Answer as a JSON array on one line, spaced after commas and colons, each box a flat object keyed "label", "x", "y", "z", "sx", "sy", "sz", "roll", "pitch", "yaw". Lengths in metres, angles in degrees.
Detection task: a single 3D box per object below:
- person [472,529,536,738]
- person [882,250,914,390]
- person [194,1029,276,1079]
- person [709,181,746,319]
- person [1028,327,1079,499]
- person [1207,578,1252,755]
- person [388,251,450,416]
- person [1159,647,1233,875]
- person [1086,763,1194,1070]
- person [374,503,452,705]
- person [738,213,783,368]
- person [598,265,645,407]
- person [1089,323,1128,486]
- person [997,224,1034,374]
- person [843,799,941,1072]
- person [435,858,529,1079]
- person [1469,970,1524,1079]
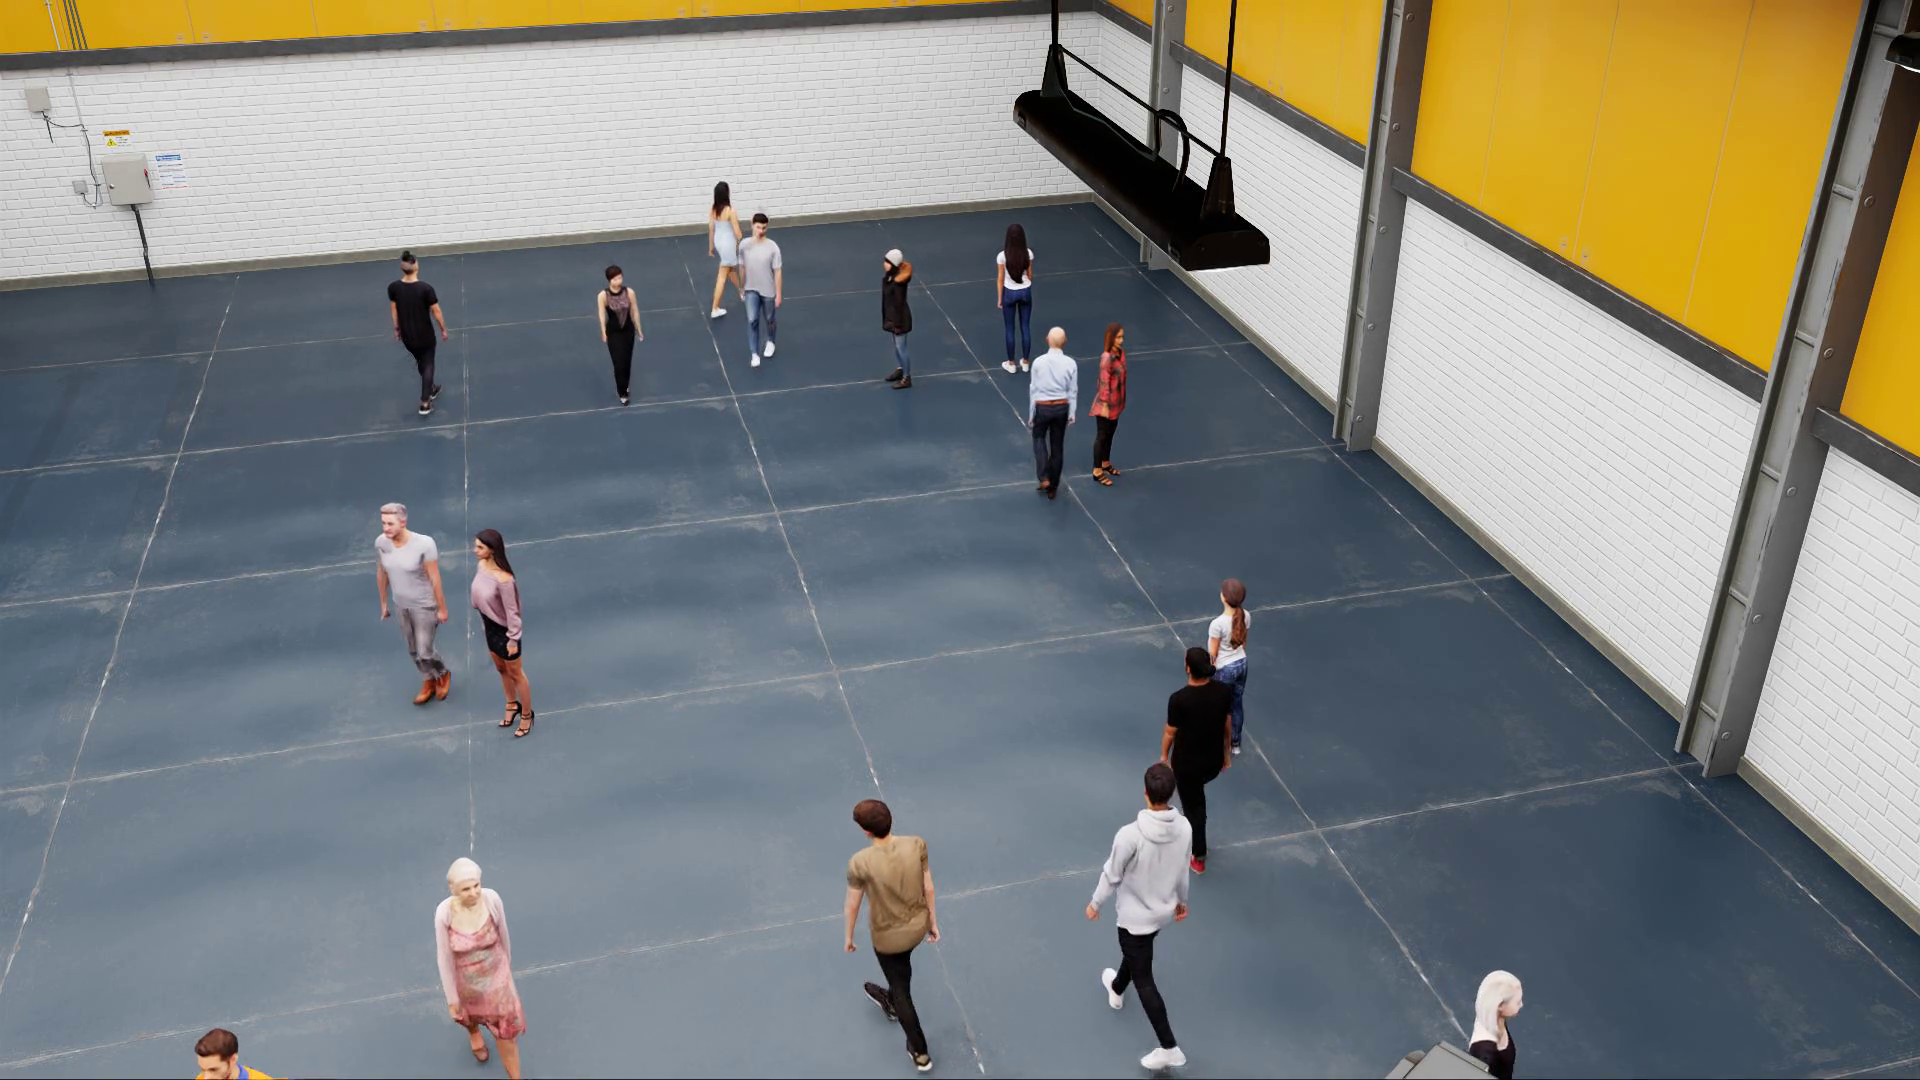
[{"label": "person", "x": -3.537, "y": 0.718, "z": 12.896, "sx": 0.748, "sy": 1.811, "sz": 0.630, "roll": -25, "pitch": 37, "yaw": -38}, {"label": "person", "x": -0.711, "y": -2.549, "z": 19.073, "sx": 0.685, "sy": 1.631, "sz": 0.523, "roll": -9, "pitch": 30, "yaw": -16}, {"label": "person", "x": -3.494, "y": 3.129, "z": 8.435, "sx": 0.869, "sy": 1.850, "sz": 0.897, "roll": 9, "pitch": 30, "yaw": 16}, {"label": "person", "x": -3.015, "y": -3.631, "z": 21.009, "sx": 1.126, "sy": 1.676, "sz": 1.149, "roll": 17, "pitch": 33, "yaw": 28}, {"label": "person", "x": 0.916, "y": -1.207, "z": 16.461, "sx": 0.716, "sy": 1.777, "sz": 0.747, "roll": -2, "pitch": 29, "yaw": -3}, {"label": "person", "x": 2.040, "y": 0.976, "z": 12.682, "sx": 0.596, "sy": 1.562, "sz": 0.603, "roll": -16, "pitch": 33, "yaw": -27}, {"label": "person", "x": -5.986, "y": -2.275, "z": 18.353, "sx": 0.919, "sy": 1.840, "sz": 1.120, "roll": 2, "pitch": 29, "yaw": 4}, {"label": "person", "x": 1.671, "y": 1.561, "z": 11.422, "sx": 0.710, "sy": 1.741, "sz": 0.766, "roll": -14, "pitch": 32, "yaw": -24}, {"label": "person", "x": 1.168, "y": 2.281, "z": 9.960, "sx": 0.983, "sy": 1.878, "sz": 1.299, "roll": -18, "pitch": 34, "yaw": -30}, {"label": "person", "x": -4.317, "y": 0.475, "z": 13.338, "sx": 0.834, "sy": 1.814, "sz": 0.858, "roll": 8, "pitch": 30, "yaw": 15}, {"label": "person", "x": -2.352, "y": -3.005, "z": 19.680, "sx": 0.873, "sy": 1.850, "sz": 1.113, "roll": 4, "pitch": 29, "yaw": 7}, {"label": "person", "x": -3.856, "y": -2.360, "z": 18.777, "sx": 0.697, "sy": 1.582, "sz": 0.829, "roll": -17, "pitch": 33, "yaw": -28}, {"label": "person", "x": 1.524, "y": -1.398, "z": 16.892, "sx": 0.758, "sy": 1.699, "sz": 0.693, "roll": 14, "pitch": 32, "yaw": 24}, {"label": "person", "x": 0.666, "y": -2.817, "z": 19.419, "sx": 0.580, "sy": 1.770, "sz": 0.529, "roll": -7, "pitch": 29, "yaw": -12}, {"label": "person", "x": -0.318, "y": 2.366, "z": 9.877, "sx": 0.842, "sy": 1.808, "sz": 1.077, "roll": -10, "pitch": 30, "yaw": -18}, {"label": "person", "x": -2.877, "y": 2.514, "z": 9.772, "sx": 0.760, "sy": 1.650, "sz": 1.104, "roll": -15, "pitch": 32, "yaw": -25}, {"label": "person", "x": 2.612, "y": 2.989, "z": 8.727, "sx": 0.841, "sy": 1.817, "sz": 0.790, "roll": 10, "pitch": 30, "yaw": 18}]
